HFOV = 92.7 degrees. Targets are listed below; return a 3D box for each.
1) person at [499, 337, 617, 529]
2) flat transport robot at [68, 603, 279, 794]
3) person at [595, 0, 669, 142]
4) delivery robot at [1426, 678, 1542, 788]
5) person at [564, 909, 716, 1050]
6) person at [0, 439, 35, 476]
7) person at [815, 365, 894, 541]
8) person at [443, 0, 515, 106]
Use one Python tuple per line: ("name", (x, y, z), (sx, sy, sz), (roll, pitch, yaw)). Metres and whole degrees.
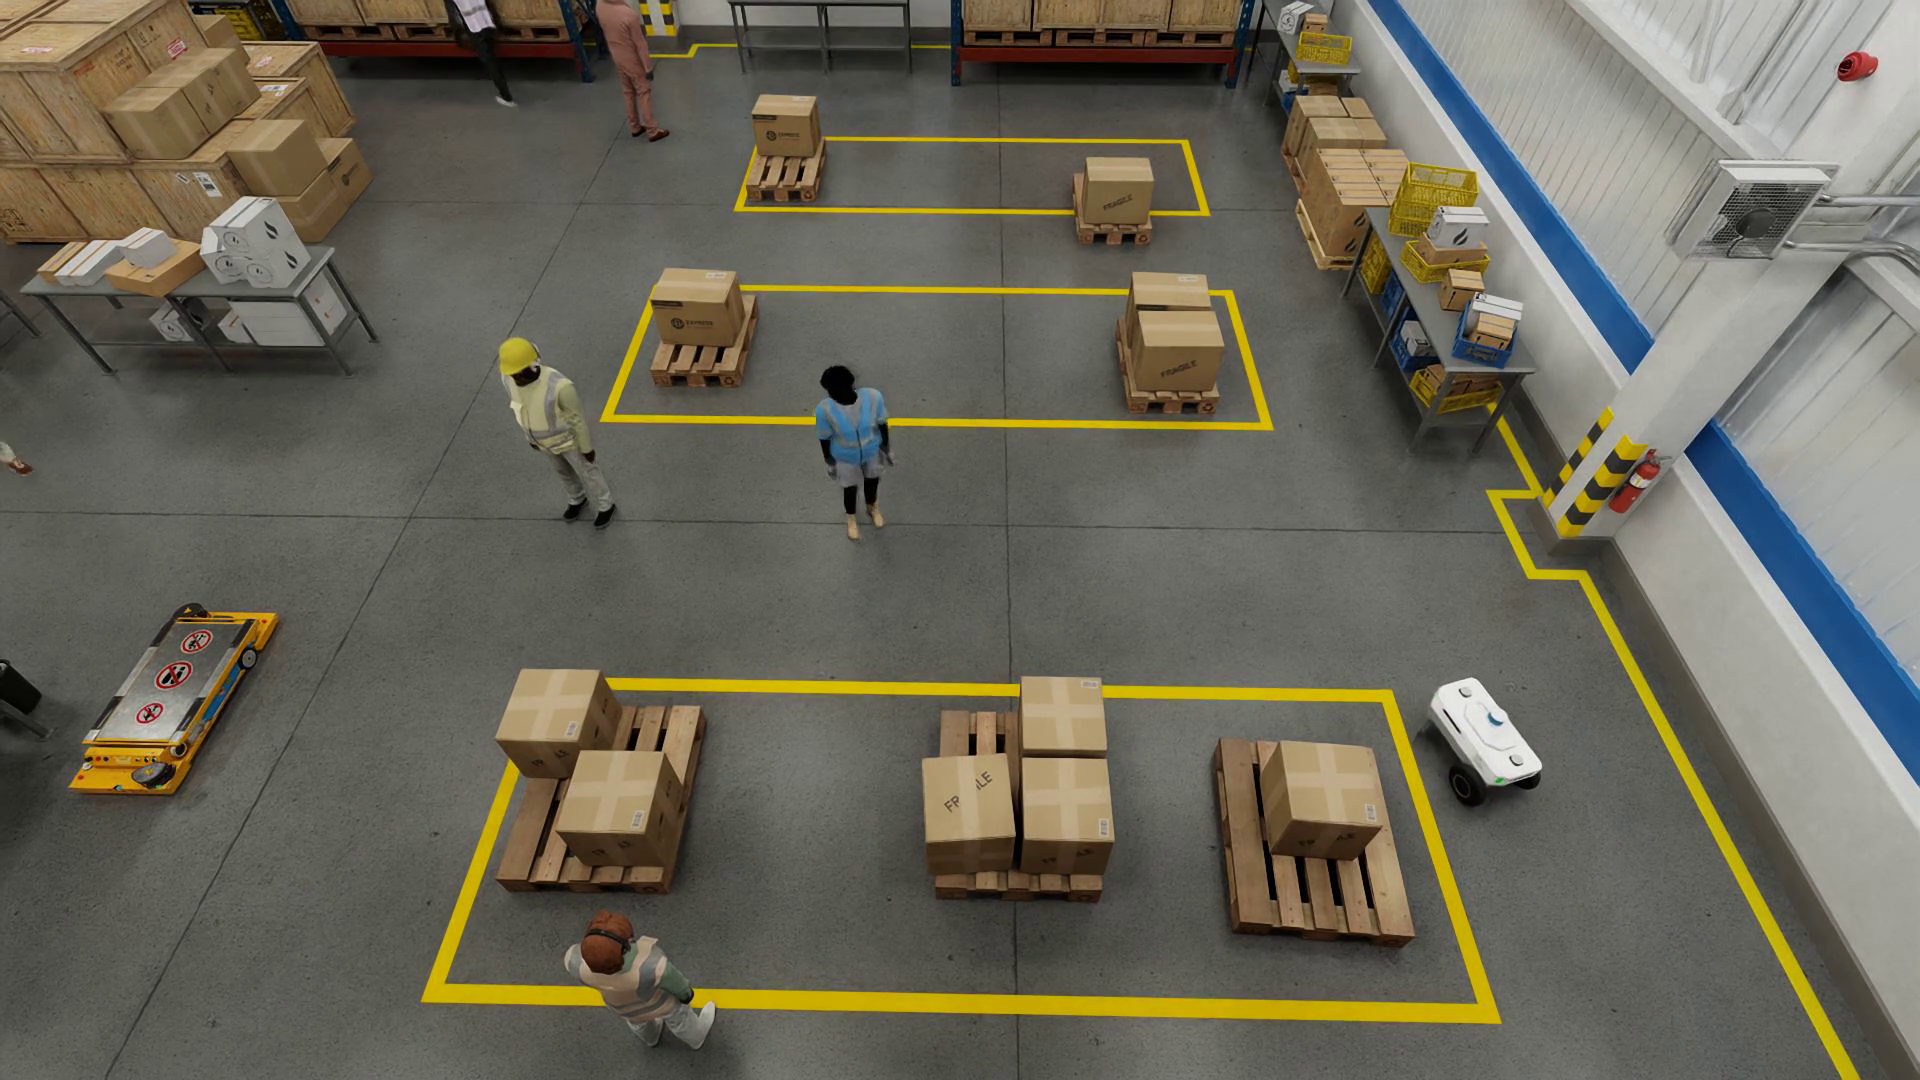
("person", (-3.093, -0.803, 7.014), (0.597, 1.828, 0.404), (15, 51, 12))
("flat transport robot", (-5.504, 1.072, 6.442), (0.652, 0.197, 1.431), (1, 50, 1))
("person", (-4.033, -5.908, 11.293), (0.658, 1.898, 0.394), (23, 54, 18))
("delivery robot", (3.443, 1.269, 6.032), (0.477, 0.478, 0.707), (-13, 51, -10))
("person", (-1.573, 2.241, 4.568), (0.508, 1.631, 0.310), (4, 50, 4))
("person", (-8.390, -1.193, 7.348), (0.866, 1.826, 0.554), (26, 55, 21))
("person", (-0.799, -0.675, 7.013), (0.557, 1.672, 0.323), (-16, 52, -13))
("person", (-6.337, -6.691, 11.950), (0.667, 1.894, 0.638), (27, 55, 21))
